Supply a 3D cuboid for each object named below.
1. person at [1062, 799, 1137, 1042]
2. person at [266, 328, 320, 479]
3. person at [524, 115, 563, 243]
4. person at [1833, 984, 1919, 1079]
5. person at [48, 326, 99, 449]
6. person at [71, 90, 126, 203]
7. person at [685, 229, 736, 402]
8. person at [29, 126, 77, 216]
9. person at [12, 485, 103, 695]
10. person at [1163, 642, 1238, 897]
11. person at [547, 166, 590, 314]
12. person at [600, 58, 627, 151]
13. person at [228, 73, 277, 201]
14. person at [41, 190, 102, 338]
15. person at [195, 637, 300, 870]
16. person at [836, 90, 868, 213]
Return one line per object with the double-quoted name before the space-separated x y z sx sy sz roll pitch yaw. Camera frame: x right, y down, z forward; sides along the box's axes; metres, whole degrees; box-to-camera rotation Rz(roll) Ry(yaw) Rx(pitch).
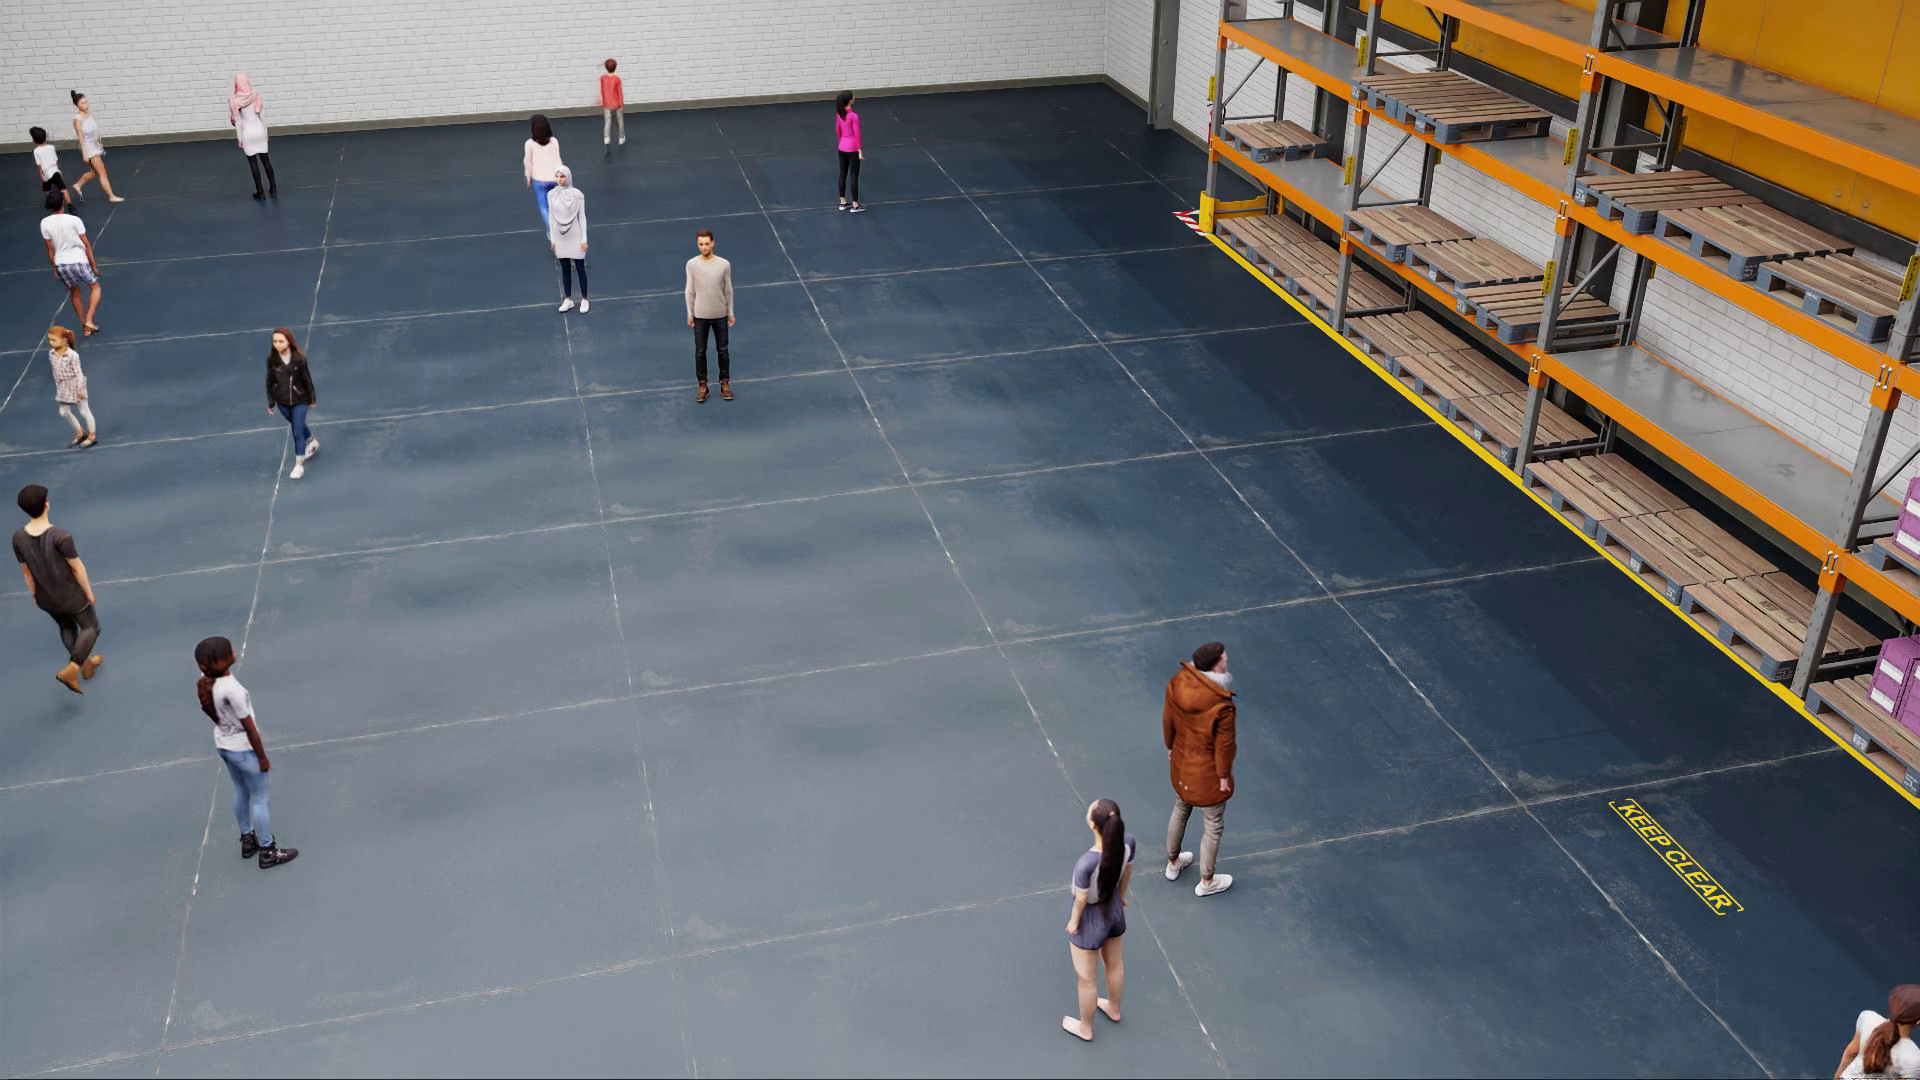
"person" 0.805 2.158 9.503 0.667 1.651 0.662 -22 36 -35
"person" -6.494 -1.390 16.221 0.766 1.446 1.053 2 29 3
"person" -5.459 -4.700 21.980 0.767 1.742 1.098 -13 31 -22
"person" 4.502 2.842 8.355 0.605 1.550 0.505 -7 29 -13
"person" -8.858 -1.564 16.688 0.640 1.303 0.676 9 30 16
"person" -12.496 -5.596 23.760 0.832 1.611 0.953 1 29 1
"person" -2.644 -2.393 17.619 0.670 1.868 0.590 -5 29 -8
"person" -12.746 -5.170 23.363 0.937 1.243 0.814 21 35 33
"person" -6.869 0.403 12.669 0.792 1.700 0.972 1 29 3
"person" 1.537 1.446 10.613 0.882 1.837 0.780 -22 36 -35
"person" -4.685 -3.614 19.954 0.680 1.775 0.656 4 29 6
"person" -5.540 -6.903 26.373 0.695 1.402 0.975 1 29 1
"person" -10.196 -5.825 23.978 0.719 1.803 0.737 -25 37 -37
"person" -10.230 -3.143 19.147 0.703 1.722 0.714 -3 29 -6
"person" -4.704 1.369 10.878 0.642 1.719 0.727 20 35 32
"person" -1.577 -5.503 23.498 0.639 1.698 0.730 23 36 36
